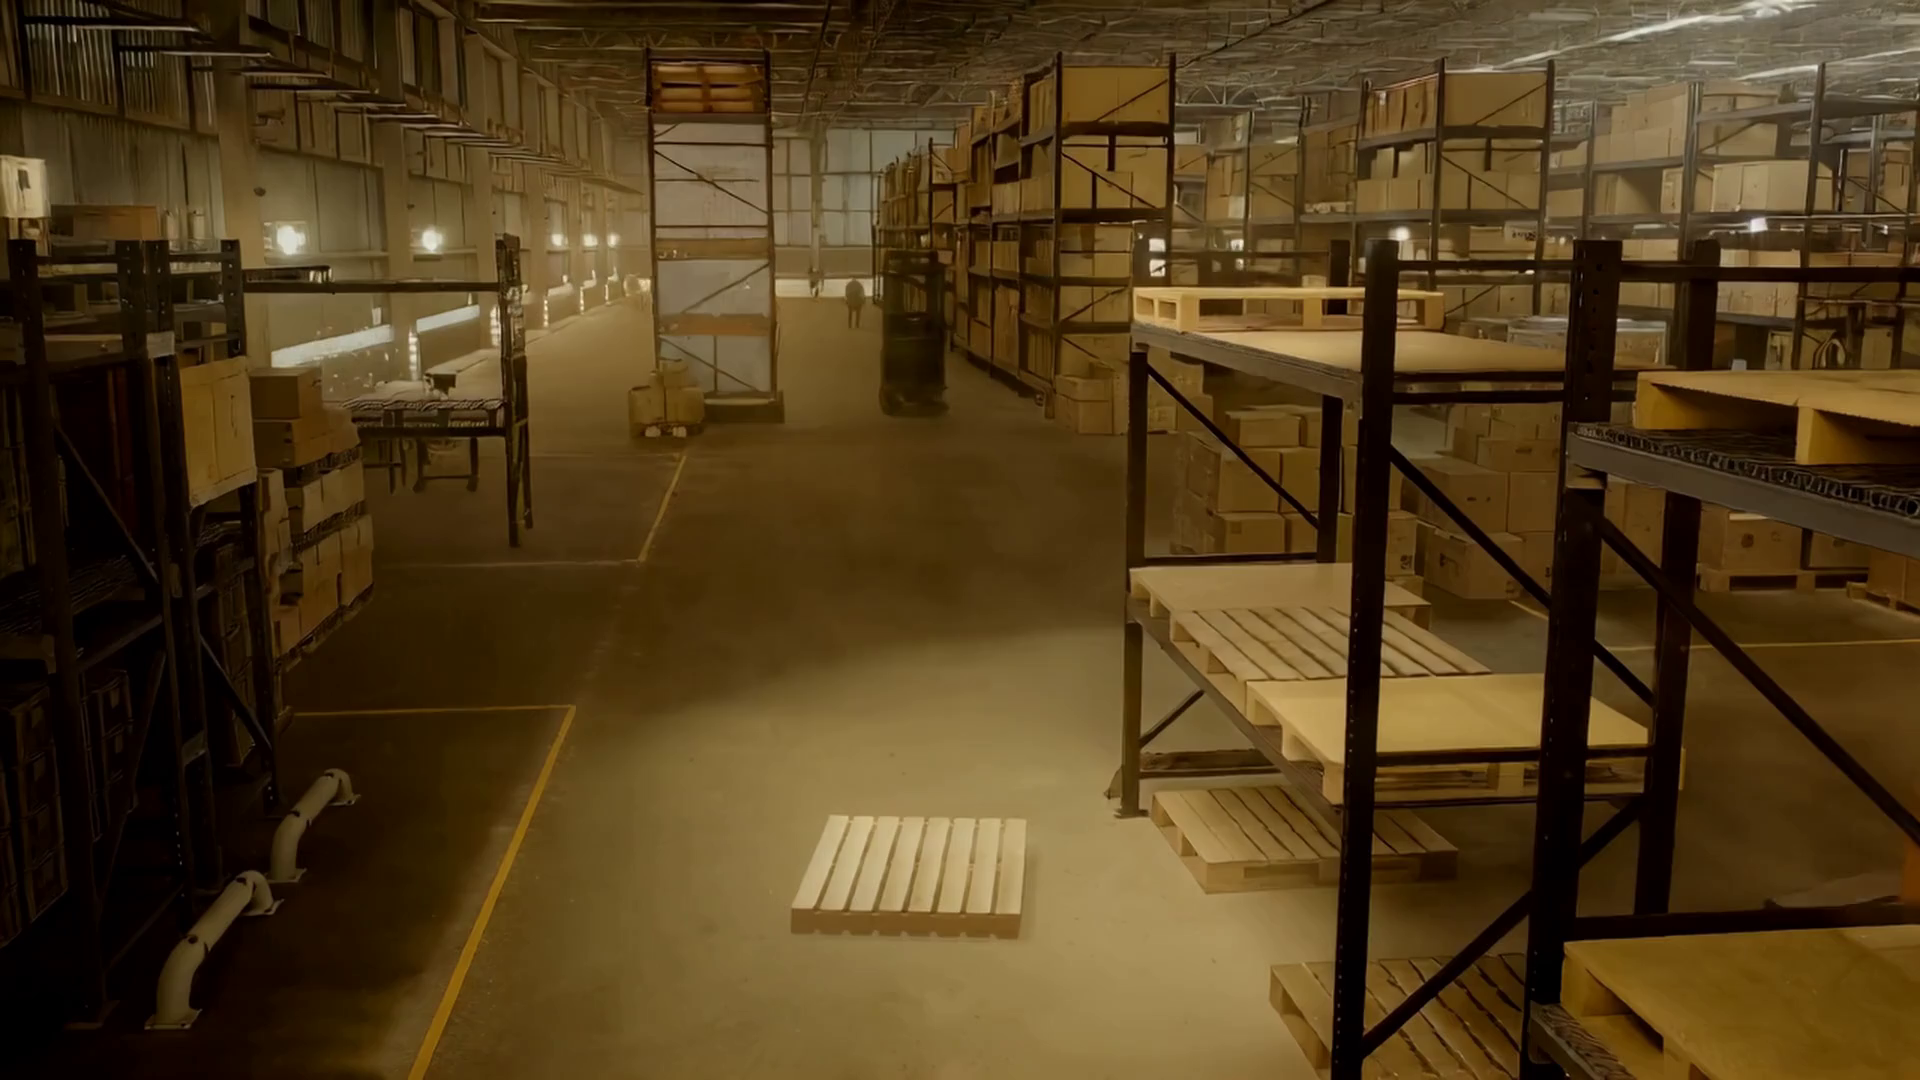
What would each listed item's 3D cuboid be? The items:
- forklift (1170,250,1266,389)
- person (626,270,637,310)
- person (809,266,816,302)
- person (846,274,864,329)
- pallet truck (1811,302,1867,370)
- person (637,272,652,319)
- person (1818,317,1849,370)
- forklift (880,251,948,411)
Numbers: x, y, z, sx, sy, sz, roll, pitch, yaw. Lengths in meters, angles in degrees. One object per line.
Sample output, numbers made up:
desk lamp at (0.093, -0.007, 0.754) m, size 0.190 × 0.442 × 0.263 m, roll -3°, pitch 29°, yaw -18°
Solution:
forklift at (5.139, -4.452, 33.602) m, size 1.873 × 2.768 × 1.129 m, roll -5°, pitch 12°, yaw -27°
person at (-14.200, -10.800, 71.961) m, size 0.483 × 1.735 × 0.340 m, roll -7°, pitch 13°, yaw -35°
person at (-7.291, -12.621, 81.994) m, size 0.342 × 1.747 × 0.571 m, roll -3°, pitch 11°, yaw -14°
person at (-3.638, -8.228, 57.323) m, size 0.656 × 1.881 × 0.819 m, roll -3°, pitch 11°, yaw -16°
pallet truck at (15.846, -3.142, 28.793) m, size 1.885 × 1.965 × 0.823 m, roll 2°, pitch 10°, yaw 12°
person at (-12.260, -9.509, 64.586) m, size 0.578 × 1.815 × 0.880 m, roll -3°, pitch 11°, yaw -17°
person at (12.786, -2.314, 24.458) m, size 0.386 × 1.910 × 0.595 m, roll 6°, pitch 12°, yaw 32°
forklift at (-0.864, -3.799, 29.981) m, size 1.129 × 2.768 × 1.873 m, roll -1°, pitch 10°, yaw -6°
